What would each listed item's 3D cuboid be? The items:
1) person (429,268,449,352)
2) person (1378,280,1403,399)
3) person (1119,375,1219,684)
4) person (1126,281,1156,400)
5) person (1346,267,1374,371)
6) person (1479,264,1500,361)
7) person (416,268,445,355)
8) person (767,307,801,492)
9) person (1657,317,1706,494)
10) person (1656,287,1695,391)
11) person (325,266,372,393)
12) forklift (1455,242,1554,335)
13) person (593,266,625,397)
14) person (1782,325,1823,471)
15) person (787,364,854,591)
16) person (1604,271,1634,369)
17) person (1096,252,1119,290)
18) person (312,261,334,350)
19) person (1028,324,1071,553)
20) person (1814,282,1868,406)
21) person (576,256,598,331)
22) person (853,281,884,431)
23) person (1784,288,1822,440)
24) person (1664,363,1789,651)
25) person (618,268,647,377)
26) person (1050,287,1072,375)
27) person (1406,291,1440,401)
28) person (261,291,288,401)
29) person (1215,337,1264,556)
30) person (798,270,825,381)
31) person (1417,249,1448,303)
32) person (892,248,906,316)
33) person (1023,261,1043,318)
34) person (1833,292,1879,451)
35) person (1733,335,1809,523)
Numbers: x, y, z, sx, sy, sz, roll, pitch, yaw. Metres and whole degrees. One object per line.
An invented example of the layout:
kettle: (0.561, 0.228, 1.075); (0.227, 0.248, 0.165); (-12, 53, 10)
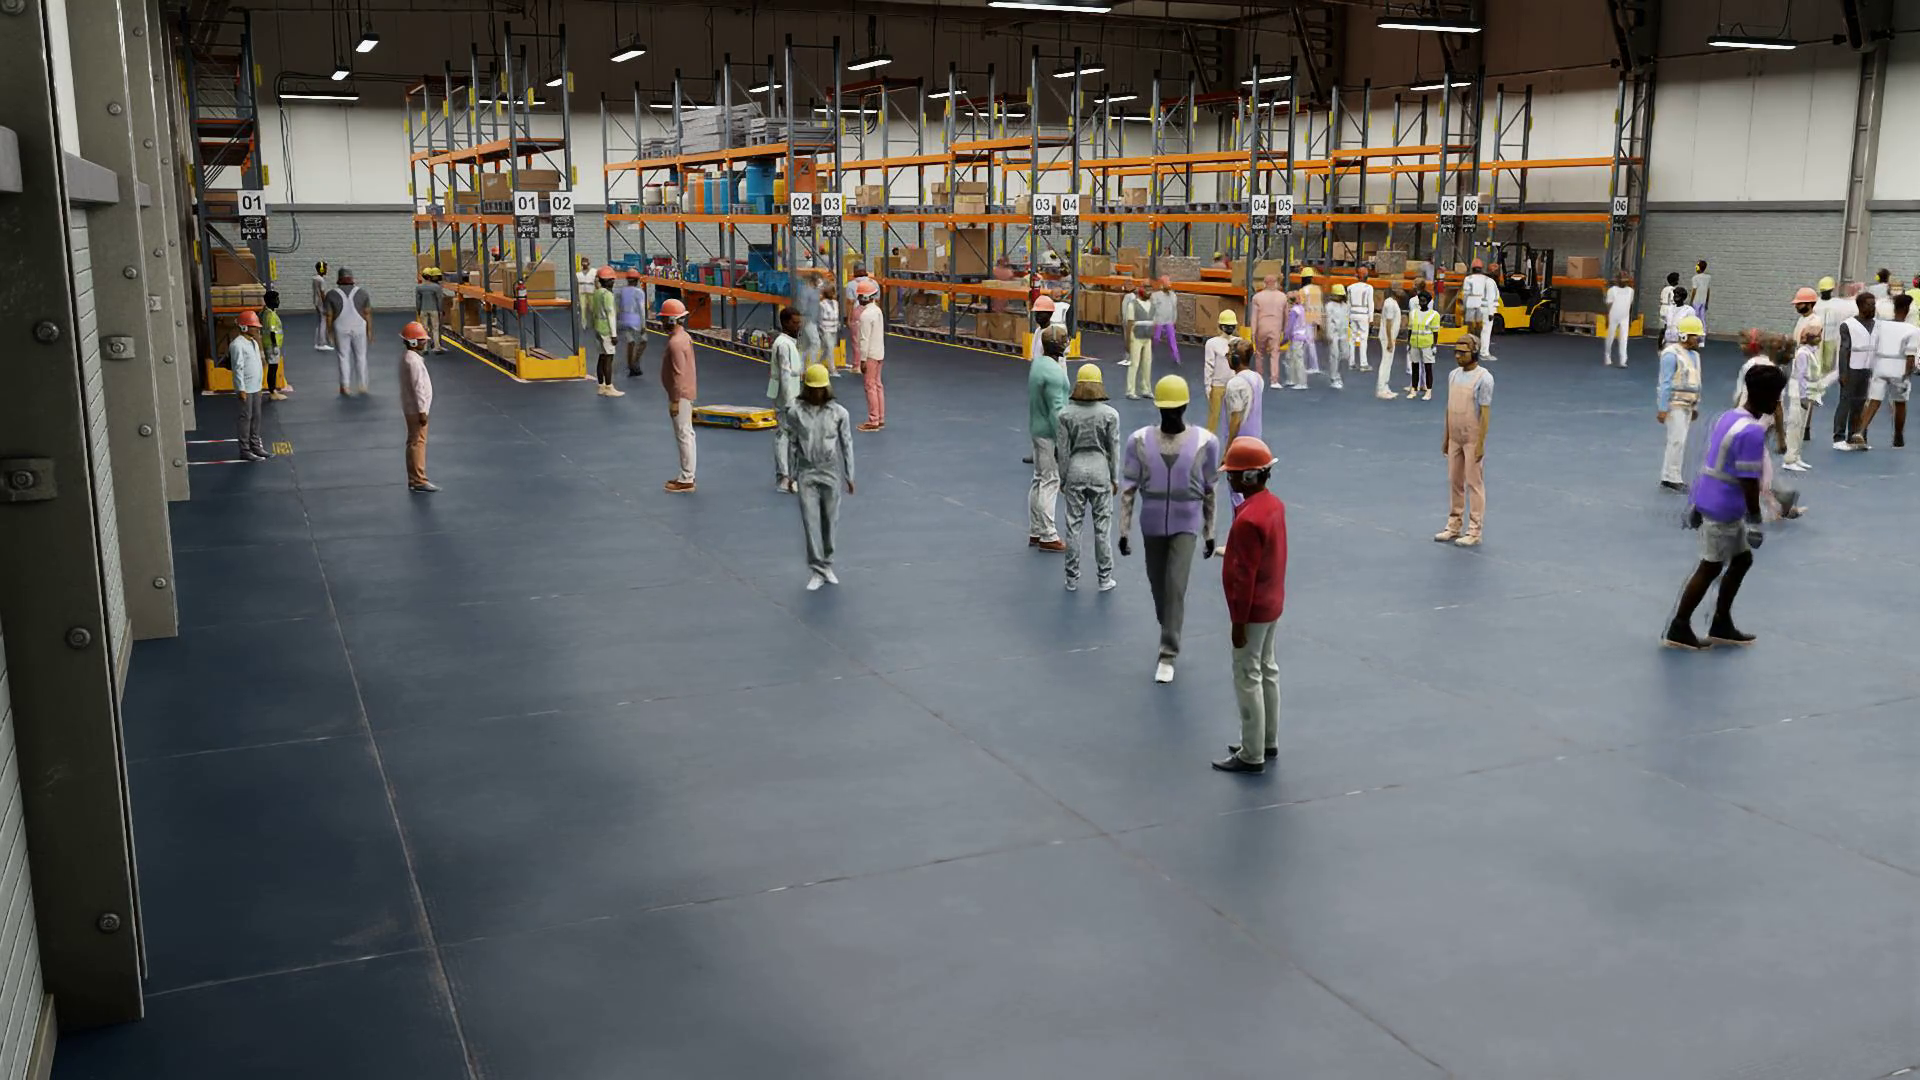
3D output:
person: (-10.883, -4.790, 34.632); (0.296, 1.744, 0.484); (2, 11, 10)
person: (6.696, -3.118, 25.882); (0.331, 1.843, 0.510); (4, 12, 21)
person: (1.328, -0.119, 10.536); (0.601, 1.890, 0.954); (3, 12, 16)
person: (2.788, -3.077, 25.707); (0.590, 1.833, 0.407); (-9, 14, -37)
person: (7.348, -4.054, 30.537); (0.358, 1.883, 0.572); (-9, 14, -39)
person: (10.404, -4.470, 32.654); (0.361, 1.882, 0.575); (3, 11, 14)
person: (-10.801, -4.655, 33.891); (0.533, 1.767, 0.323); (1, 11, 3)
person: (-1.809, -1.460, 17.274); (0.398, 1.915, 0.588); (-1, 11, -5)
person: (7.455, -1.393, 17.173); (0.621, 1.815, 0.438); (-9, 14, -39)
person: (11.555, -3.224, 26.804); (0.319, 1.692, 0.533); (-6, 13, -30)
person: (-9.803, -3.378, 26.699); (0.687, 2.000, 0.536); (-5, 12, -23)
forklift: (13.047, -6.049, 39.881); (2.313, 2.155, 1.214); (-5, 12, -23)
person: (-5.535, -3.265, 26.116); (0.389, 2.045, 0.606); (-7, 13, -33)
person: (9.469, -1.595, 18.684); (0.313, 1.637, 0.515); (9, 14, 38)
person: (-1.076, -0.489, 12.817); (0.511, 1.733, 0.474); (0, 11, -2)
person: (12.325, -4.135, 31.163); (0.526, 1.810, 0.960); (1, 11, 3)
person: (4.011, -6.866, 44.963); (0.487, 1.825, 0.865); (-4, 12, -20)
person: (-13.477, -4.940, 35.115); (0.330, 1.860, 0.508); (-10, 15, -40)
person: (0.768, -0.864, 14.183); (0.354, 1.938, 0.636); (-3, 11, -13)
person: (13.260, -2.923, 24.844); (0.929, 1.866, 0.657); (3, 12, 15)
person: (-9.202, -6.083, 41.025); (0.566, 1.827, 0.735); (-2, 11, -9)
person: (-1.208, -2.437, 22.071); (0.402, 1.986, 0.605); (3, 12, 17)
person: (10.720, -2.233, 21.171); (0.385, 1.931, 0.549); (2, 11, 9)
person: (5.011, -0.199, 10.835); (0.720, 1.917, 0.619); (3, 12, 16)
person: (-5.755, -3.829, 29.330); (0.544, 1.910, 0.408); (4, 12, 20)
person: (1.620, -3.433, 28.001); (0.523, 1.639, 0.309); (1, 11, 7)
person: (7.133, -2.994, 25.647); (0.533, 1.694, 0.319); (11, 16, 44)
person: (-10.589, -2.991, 25.633); (0.318, 1.691, 0.538); (-6, 13, -27)
person: (2.358, -0.774, 13.962); (0.328, 1.844, 0.513); (8, 14, 35)
person: (-2.478, -3.651, 28.454); (0.777, 1.895, 0.650); (2, 11, 11)
person: (11.525, -6.068, 40.369); (0.702, 2.000, 0.911); (-2, 11, -10)
person: (-1.794, -7.191, 46.391); (0.600, 1.915, 0.376); (-3, 12, -15)
person: (1.701, -5.730, 39.443); (0.553, 1.734, 0.387); (-7, 13, -32)
person: (10.942, -2.056, 20.287); (0.592, 1.922, 0.392); (-5, 12, -22)
person: (7.375, -1.006, 15.351); (1.038, 1.759, 0.510); (1, 11, 3)
